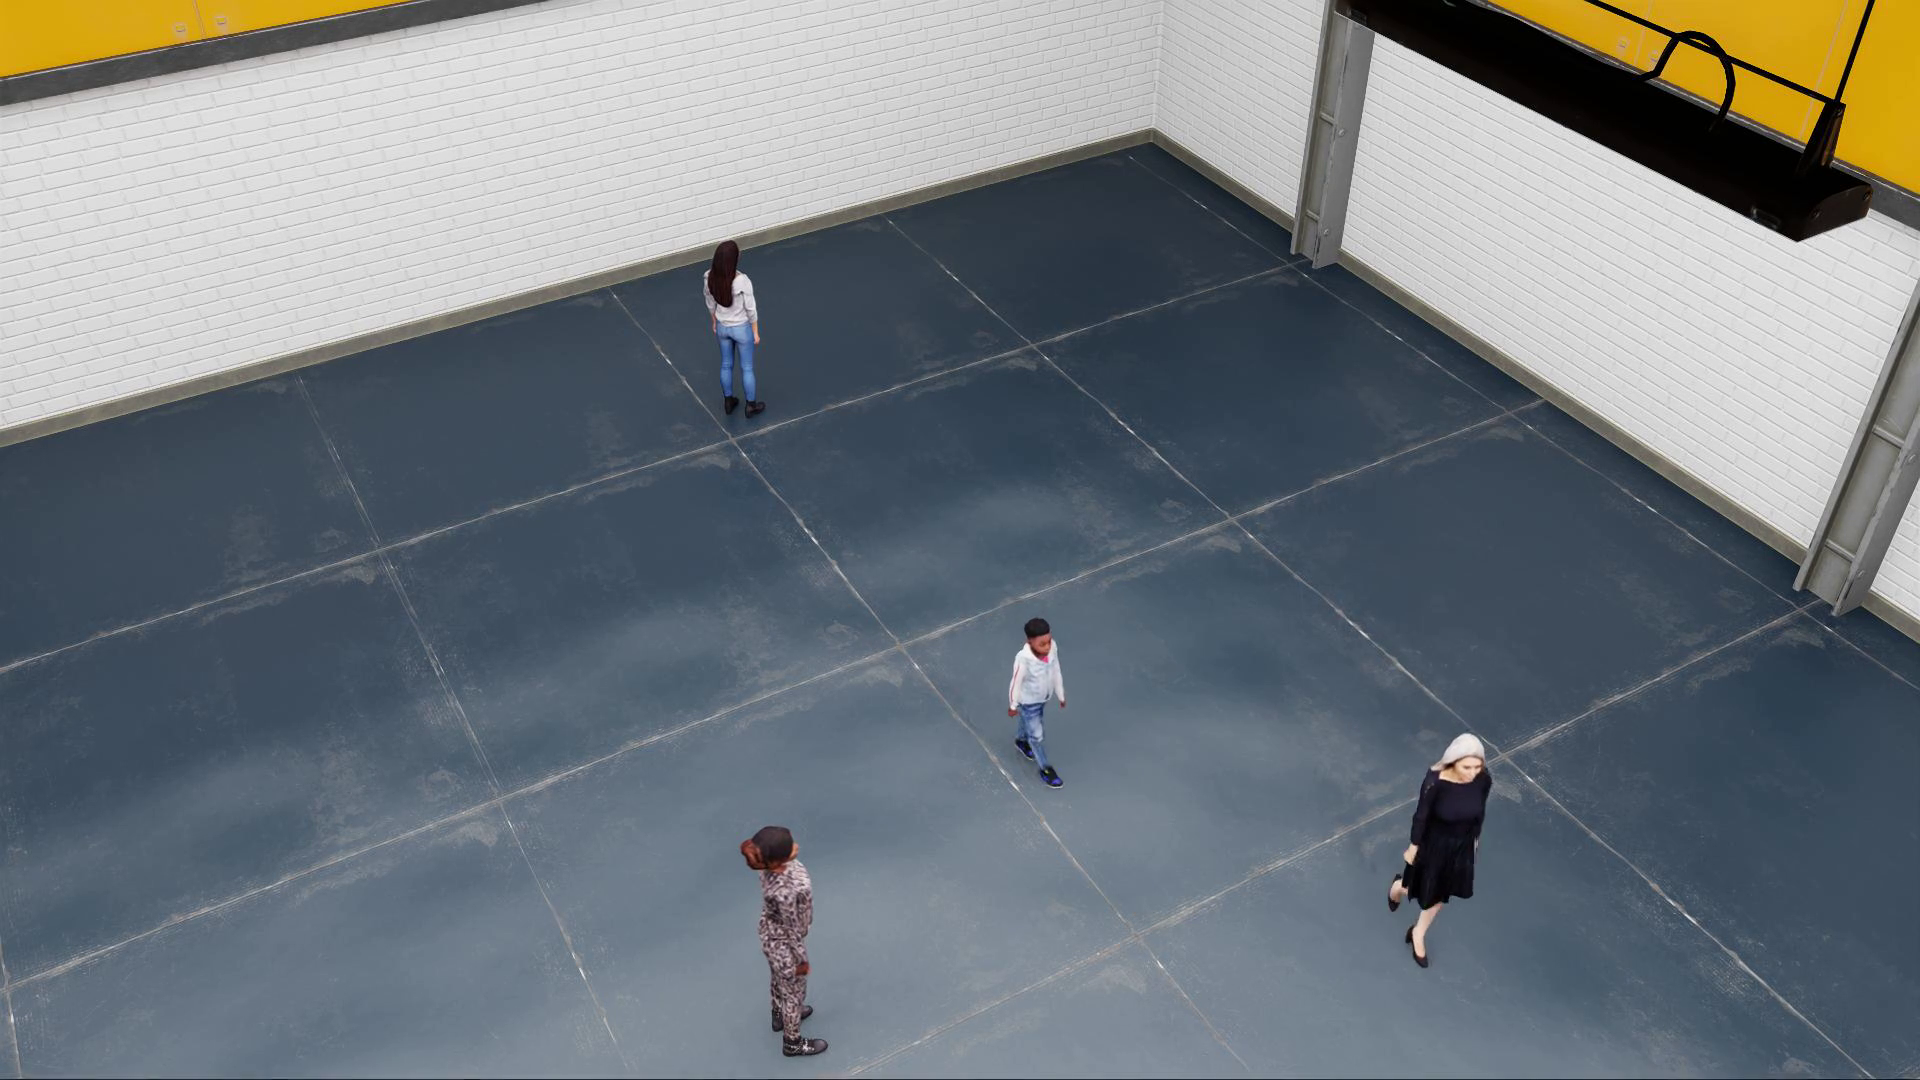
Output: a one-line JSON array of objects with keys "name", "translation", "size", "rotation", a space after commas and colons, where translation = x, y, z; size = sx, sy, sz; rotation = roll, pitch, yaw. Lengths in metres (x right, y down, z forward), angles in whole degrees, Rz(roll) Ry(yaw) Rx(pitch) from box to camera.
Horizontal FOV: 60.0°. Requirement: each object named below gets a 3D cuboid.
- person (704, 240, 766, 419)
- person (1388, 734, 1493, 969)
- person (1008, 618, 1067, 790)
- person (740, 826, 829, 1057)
[{"name": "person", "translation": [-1.893, -1.763, 13.936], "size": [0.651, 1.633, 0.734], "rotation": [13, 40, 16]}, {"name": "person", "translation": [2.726, 1.704, 9.513], "size": [0.712, 1.735, 0.865], "rotation": [-8, 39, -10]}, {"name": "person", "translation": [0.446, 0.968, 10.831], "size": [0.574, 1.241, 0.814], "rotation": [-27, 46, -29]}, {"name": "person", "translation": [-0.951, 2.149, 8.974], "size": [0.674, 1.713, 0.556], "rotation": [-12, 40, -15]}]
